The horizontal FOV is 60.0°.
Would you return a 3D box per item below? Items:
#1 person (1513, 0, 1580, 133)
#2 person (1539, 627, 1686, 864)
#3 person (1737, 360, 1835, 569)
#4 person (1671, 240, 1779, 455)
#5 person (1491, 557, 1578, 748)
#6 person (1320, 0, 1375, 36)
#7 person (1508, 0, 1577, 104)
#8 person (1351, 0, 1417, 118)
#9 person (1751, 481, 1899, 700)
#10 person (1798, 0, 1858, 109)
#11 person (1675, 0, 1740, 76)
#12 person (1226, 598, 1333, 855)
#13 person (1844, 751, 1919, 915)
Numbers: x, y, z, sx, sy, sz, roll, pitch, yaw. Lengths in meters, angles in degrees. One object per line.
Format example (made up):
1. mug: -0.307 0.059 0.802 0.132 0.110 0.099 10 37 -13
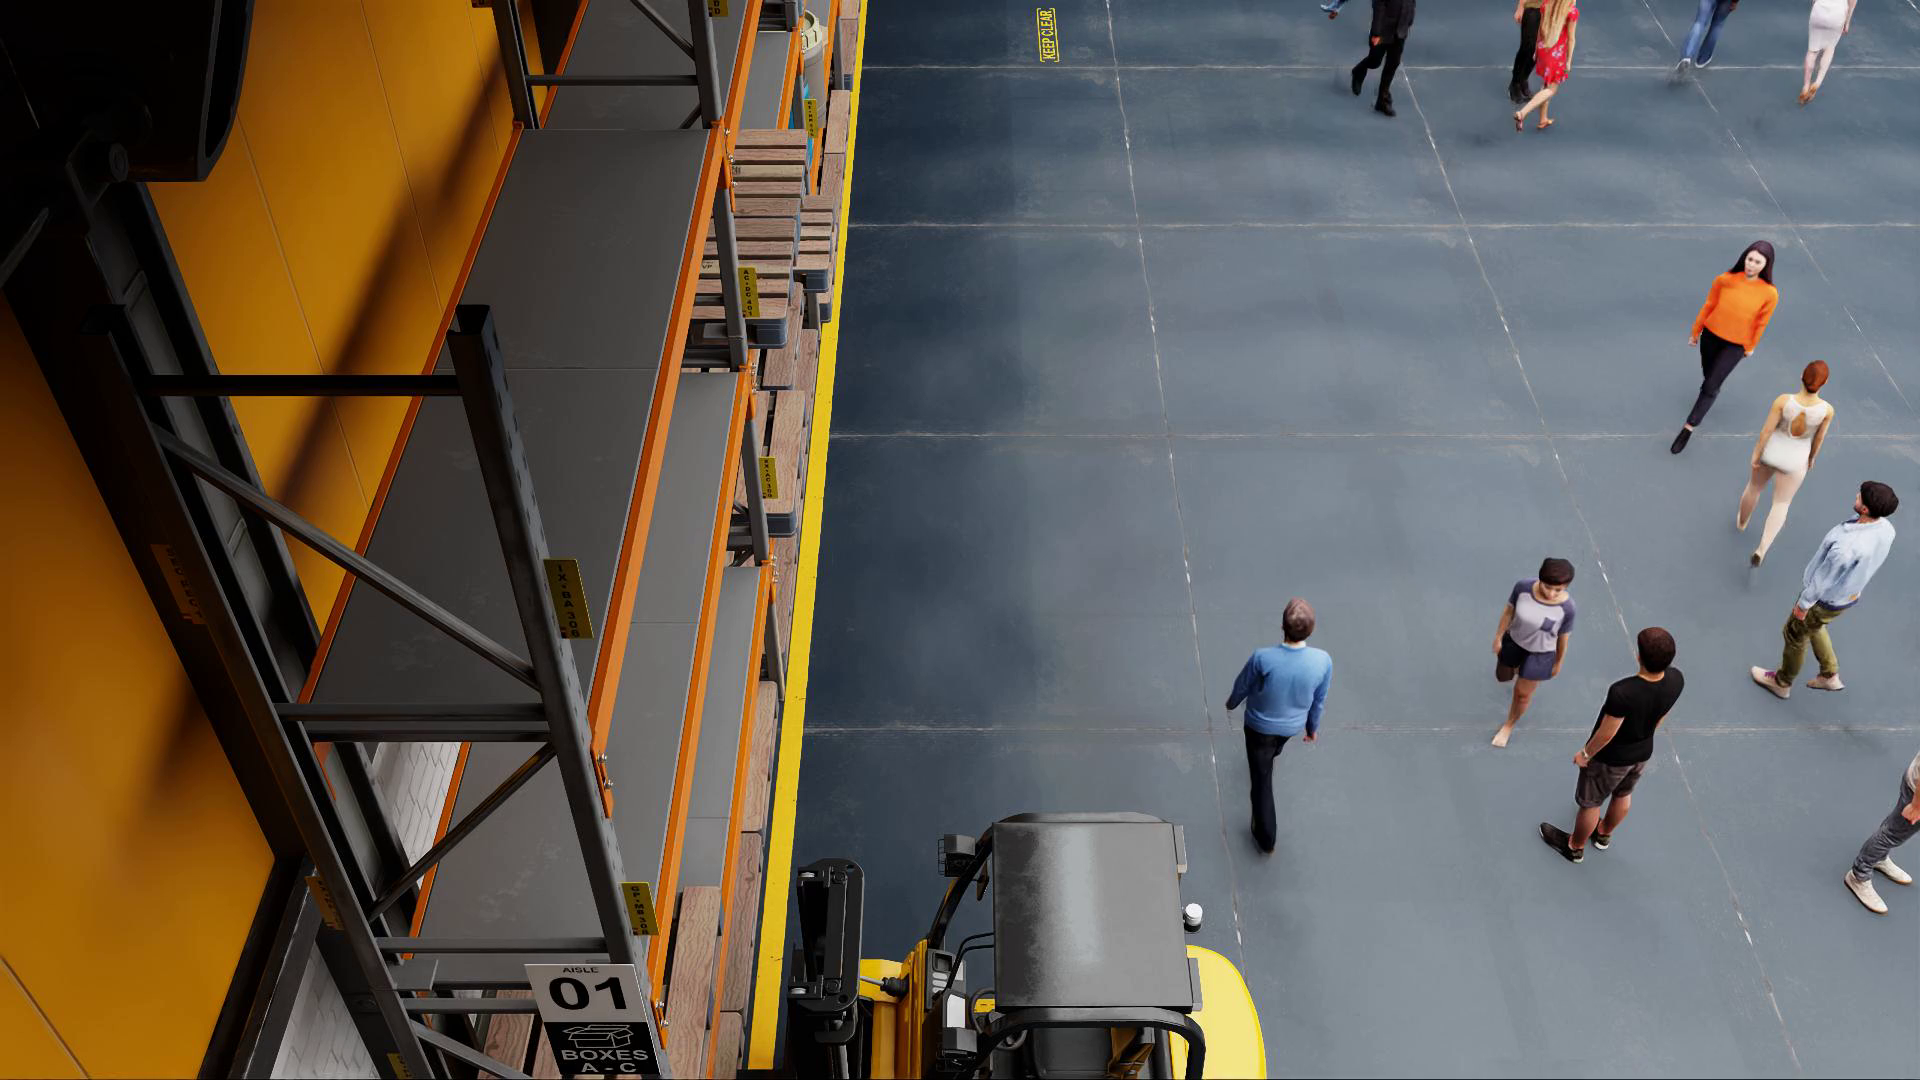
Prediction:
1. person: 5.610 -4.618 15.956 0.936 1.562 0.916 -24 49 -23
2. person: 3.828 1.204 9.629 0.761 1.860 0.729 -15 46 -16
3. person: 5.742 -0.522 11.613 0.829 1.624 1.027 18 47 18
4. person: 5.830 -1.547 12.630 1.089 1.705 1.168 32 52 29
5. person: 3.611 0.618 10.473 0.856 1.545 0.942 27 50 26
6. person: 4.354 -6.012 17.418 1.059 1.565 1.080 27 50 25
7. person: 5.746 -5.294 16.462 0.706 1.844 0.659 -2 44 -2
8. person: 4.162 -5.050 16.262 0.843 1.766 1.013 -16 46 -16
9. person: 5.565 0.395 10.523 0.874 1.799 0.937 -26 49 -24
10. person: 8.428 -5.057 16.264 0.751 1.774 0.792 30 51 28
11. person: 7.629 -5.496 16.756 0.956 1.731 1.094 27 50 25
12. person: 1.871 1.123 9.784 0.735 1.764 1.170 -3 44 -4
13. person: 5.515 1.367 9.430 0.734 1.898 0.778 -31 52 -28
